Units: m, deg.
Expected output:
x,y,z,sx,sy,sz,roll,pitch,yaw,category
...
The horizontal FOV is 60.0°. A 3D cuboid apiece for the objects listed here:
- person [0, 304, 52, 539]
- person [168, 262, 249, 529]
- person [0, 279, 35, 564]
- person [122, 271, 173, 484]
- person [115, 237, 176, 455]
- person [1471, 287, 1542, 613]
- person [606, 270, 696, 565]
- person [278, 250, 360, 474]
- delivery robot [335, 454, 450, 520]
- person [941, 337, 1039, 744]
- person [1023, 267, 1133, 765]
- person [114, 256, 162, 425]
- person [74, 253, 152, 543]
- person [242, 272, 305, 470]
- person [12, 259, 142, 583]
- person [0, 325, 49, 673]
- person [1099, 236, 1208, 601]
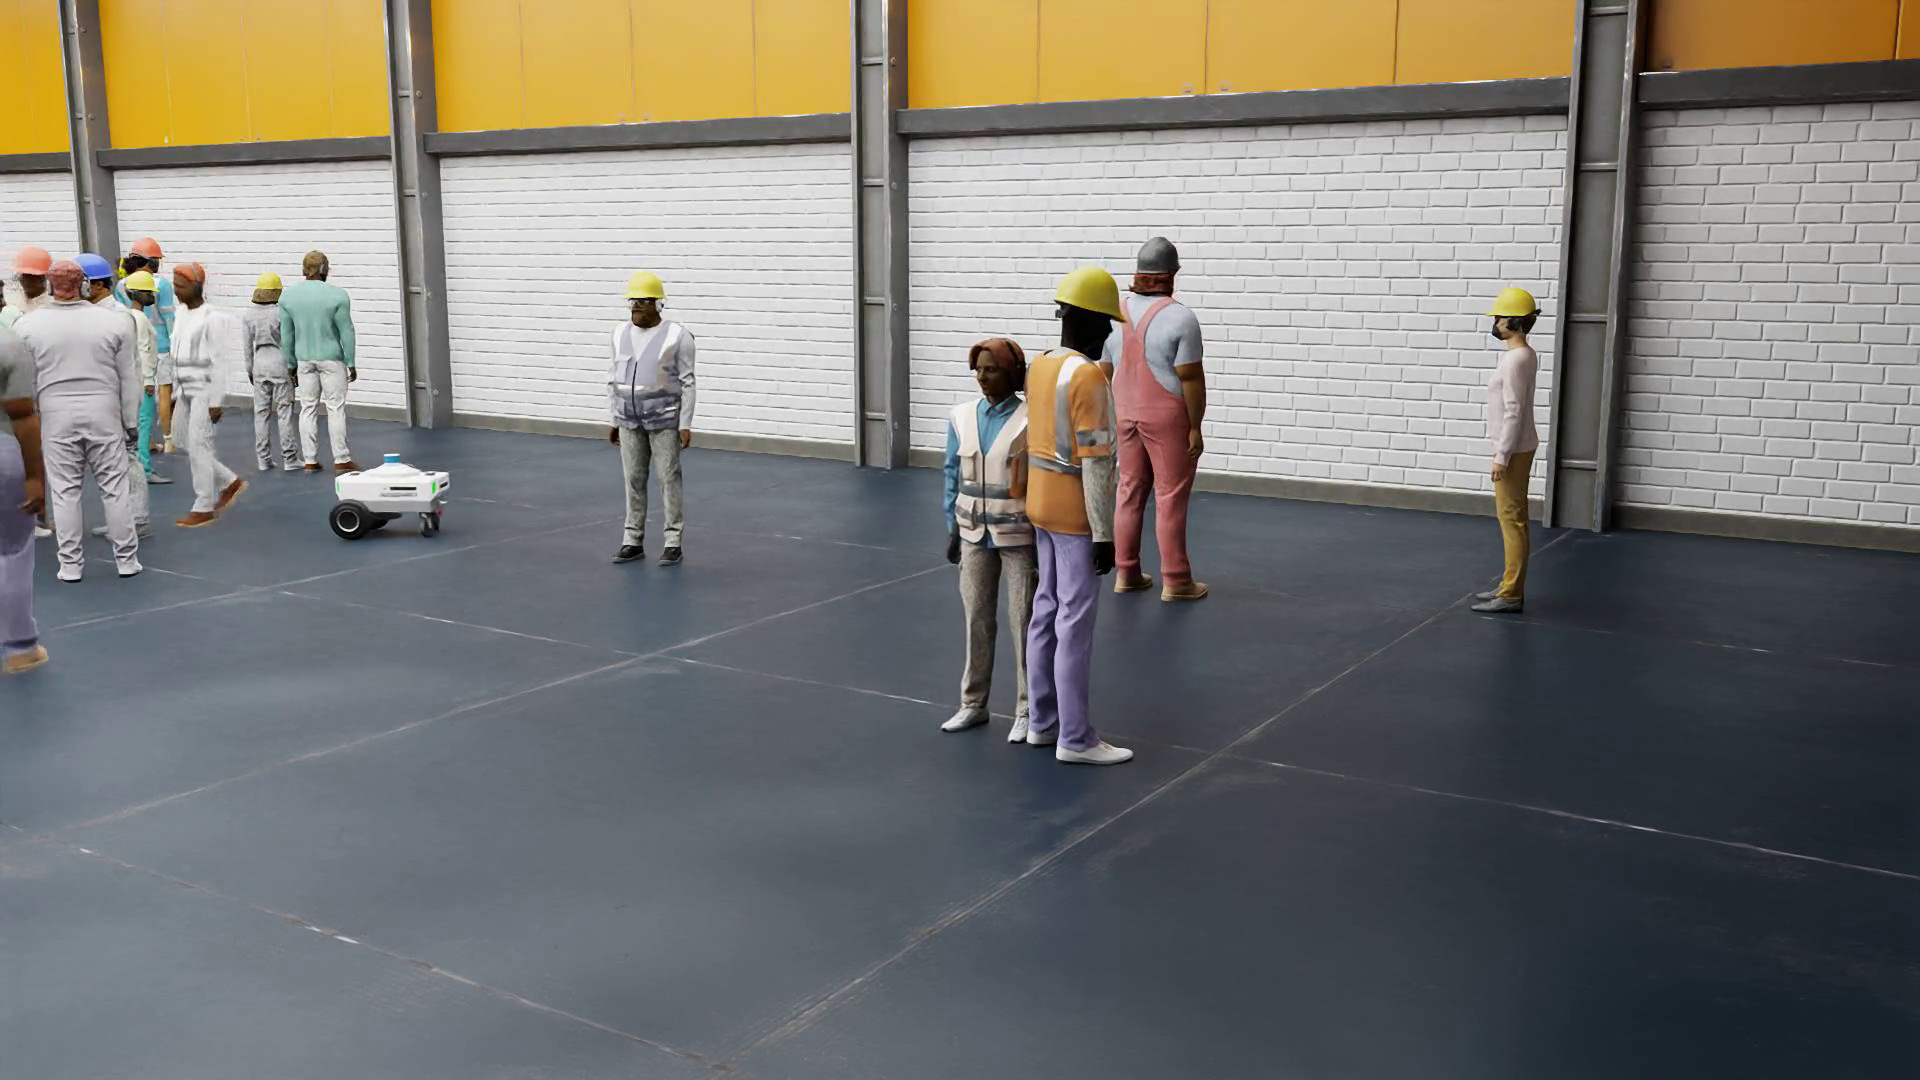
x,y,z,sx,sy,sz,roll,pitch,yaw,category
-6.471,-0.929,11.120,0.591,1.919,0.390,0,10,-1,person
-5.398,-1.034,11.814,0.605,1.870,0.536,8,13,38,person
-5.967,-0.723,10.225,0.360,1.834,0.519,-8,13,-39,person
-6.786,-1.346,13.858,0.321,1.765,0.533,-7,12,-33,person
-7.597,-1.815,15.676,0.605,2.045,0.378,2,11,14,person
2.985,-0.482,9.064,0.312,1.769,0.522,4,11,23,person
-1.942,-0.753,10.376,0.586,1.835,0.403,3,11,16,person
-5.537,-1.532,14.417,0.636,1.933,0.362,0,10,2,person
-3.886,-0.347,11.414,0.707,0.478,0.477,0,10,0,delivery robot
0.164,0.001,6.735,0.515,1.640,0.315,7,12,32,person
0.452,-0.089,6.469,0.382,1.917,0.585,-4,11,-22,person
-8.807,-2.109,17.855,0.629,1.855,0.524,2,10,11,person
-5.724,-0.951,11.201,0.612,1.936,0.421,9,14,42,person
-6.054,-1.486,14.687,0.494,1.743,0.308,2,10,9,person
-5.225,-0.700,9.879,0.643,1.910,0.399,-5,12,-28,person
-4.515,-0.339,7.510,0.683,2.000,0.781,-1,10,-7,person
1.141,-0.685,9.429,0.538,2.000,0.683,-10,14,-44,person
